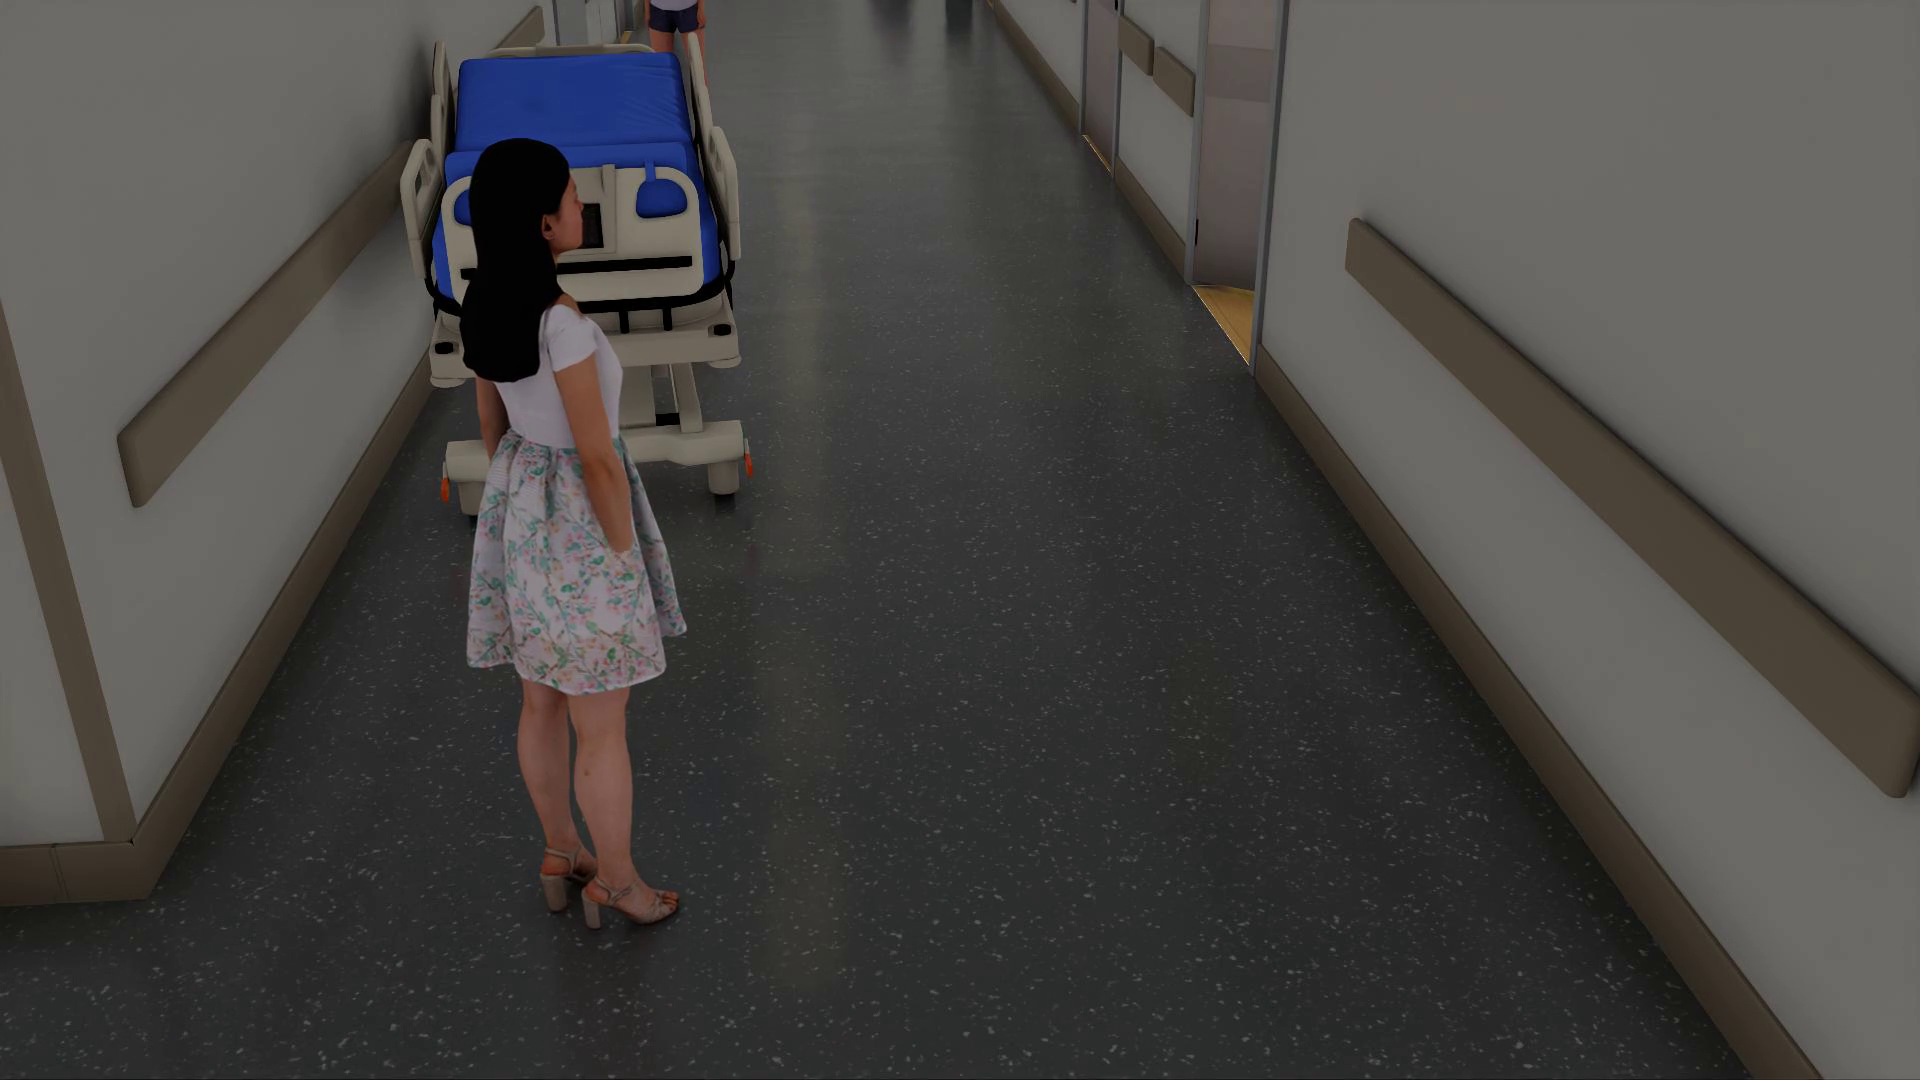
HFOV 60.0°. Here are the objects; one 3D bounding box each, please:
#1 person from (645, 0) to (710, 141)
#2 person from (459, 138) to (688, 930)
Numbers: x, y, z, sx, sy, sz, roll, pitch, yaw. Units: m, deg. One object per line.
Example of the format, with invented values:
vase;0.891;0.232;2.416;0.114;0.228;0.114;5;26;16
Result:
person;-1.870;-3.516;10.988;0.558;1.706;0.709;5;26;10
person;-0.839;0.041;3.533;0.826;1.774;0.778;-23;34;-39
